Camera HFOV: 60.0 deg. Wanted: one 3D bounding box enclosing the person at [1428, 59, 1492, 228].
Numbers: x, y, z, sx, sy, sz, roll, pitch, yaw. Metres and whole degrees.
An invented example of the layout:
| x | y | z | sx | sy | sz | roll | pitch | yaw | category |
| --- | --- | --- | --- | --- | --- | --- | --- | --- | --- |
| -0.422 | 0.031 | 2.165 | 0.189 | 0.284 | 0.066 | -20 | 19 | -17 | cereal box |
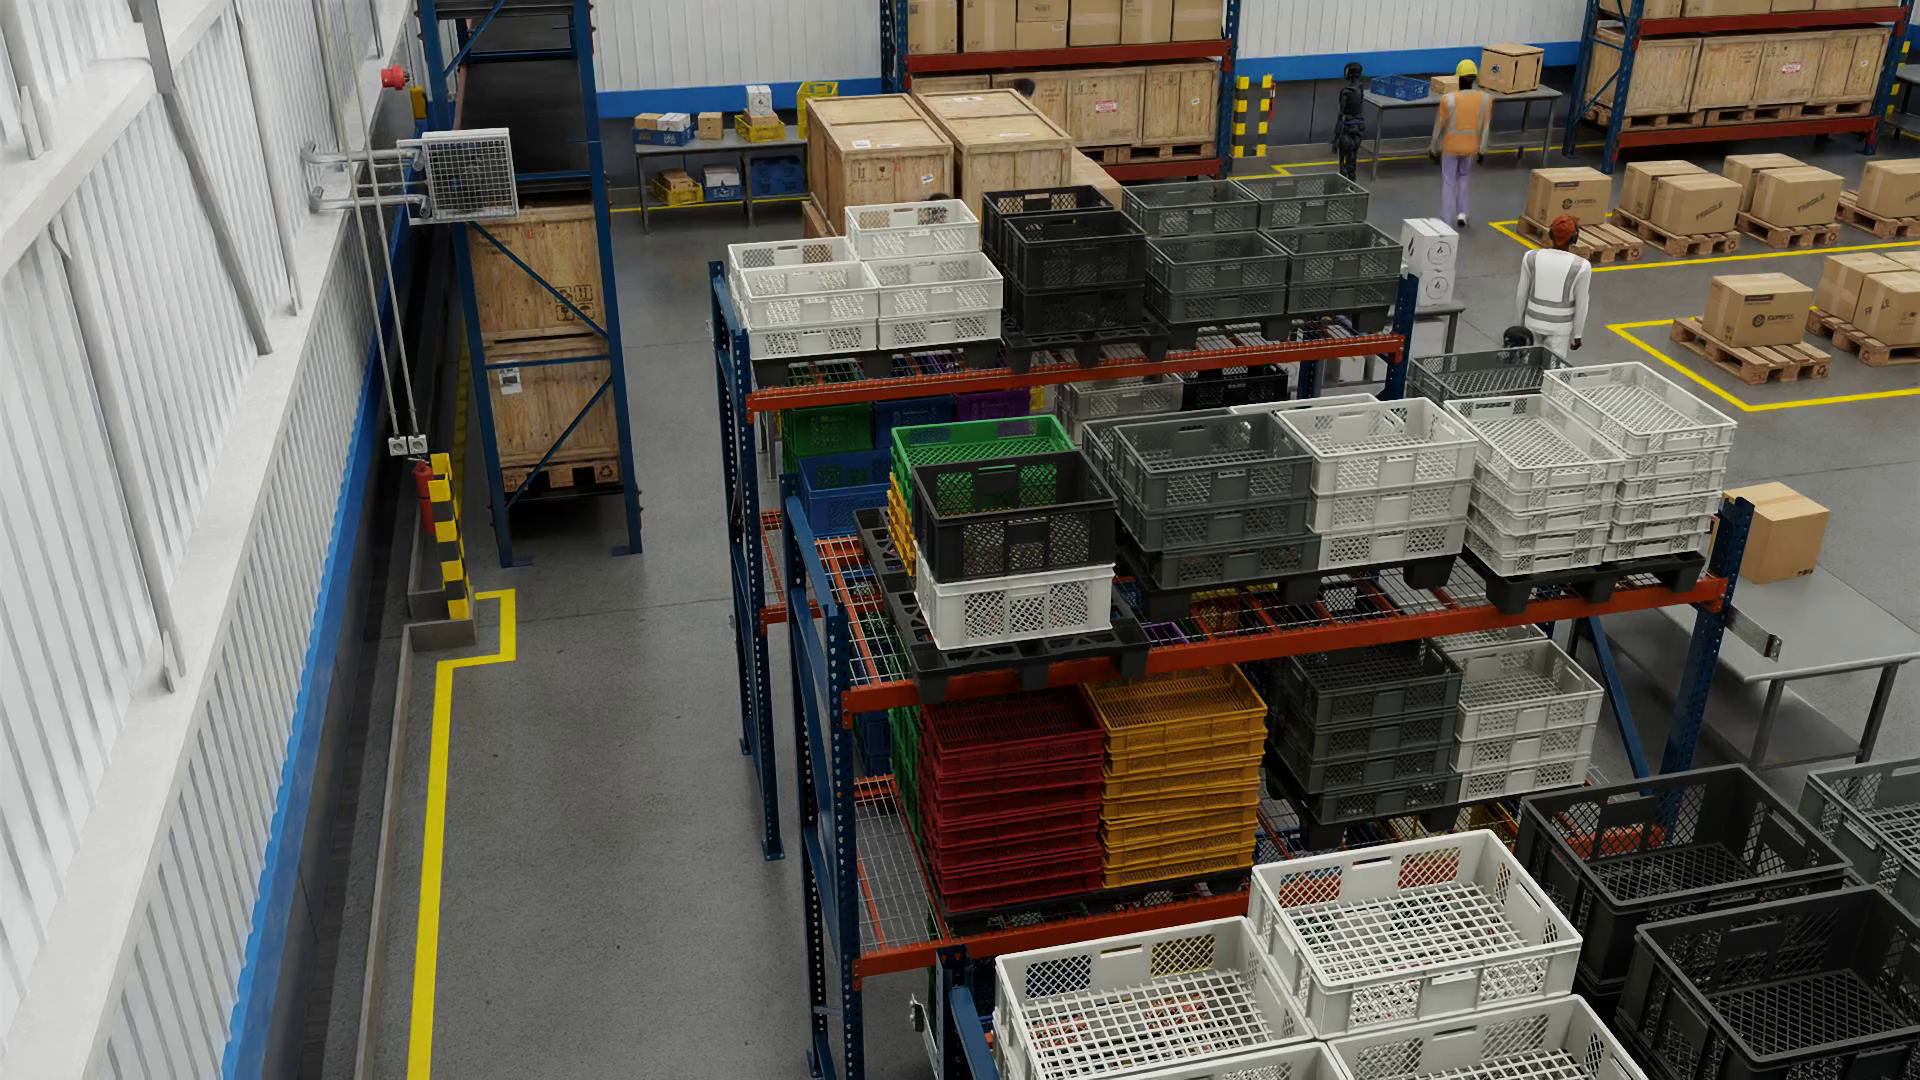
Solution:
| x | y | z | sx | sy | sz | roll | pitch | yaw | category |
| --- | --- | --- | --- | --- | --- | --- | --- | --- | --- |
| 5.590 | -4.416 | 18.669 | 0.595 | 1.904 | 0.438 | -1 | 28 | -3 | person |

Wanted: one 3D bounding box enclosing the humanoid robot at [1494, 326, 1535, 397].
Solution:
| x | y | z | sx | sy | sz | roll | pitch | yaw | category |
| --- | --- | --- | --- | --- | --- | --- | --- | --- | --- |
| 3.805 | -0.754 | 11.968 | 0.374 | 1.644 | 0.632 | 17 | 32 | 29 | humanoid robot |

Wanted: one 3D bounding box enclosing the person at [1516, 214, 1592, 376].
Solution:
| x | y | z | sx | sy | sz | roll | pitch | yaw | category |
| --- | --- | --- | --- | --- | --- | --- | --- | --- | --- |
| 4.825 | -1.747 | 13.631 | 0.574 | 1.882 | 0.356 | 19 | 33 | 32 | person |

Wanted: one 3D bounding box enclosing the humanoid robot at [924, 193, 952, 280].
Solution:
| x | y | z | sx | sy | sz | roll | pitch | yaw | category |
| --- | --- | --- | --- | --- | --- | --- | --- | --- | --- |
| -0.223 | -2.293 | 14.887 | 0.411 | 1.653 | 0.612 | 1 | 28 | 1 | humanoid robot |

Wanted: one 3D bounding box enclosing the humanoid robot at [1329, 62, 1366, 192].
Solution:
| x | y | z | sx | sy | sz | roll | pitch | yaw | category |
| --- | --- | --- | --- | --- | --- | --- | --- | --- | --- |
| 4.593 | -4.794 | 19.624 | 0.324 | 1.650 | 0.567 | 18 | 33 | 31 | humanoid robot |

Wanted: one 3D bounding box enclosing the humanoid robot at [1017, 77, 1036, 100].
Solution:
| x | y | z | sx | sy | sz | roll | pitch | yaw | category |
| --- | --- | --- | --- | --- | --- | --- | --- | --- | --- |
| 0.611 | -4.498 | 19.076 | 0.485 | 1.632 | 0.620 | -2 | 28 | -3 | humanoid robot |
